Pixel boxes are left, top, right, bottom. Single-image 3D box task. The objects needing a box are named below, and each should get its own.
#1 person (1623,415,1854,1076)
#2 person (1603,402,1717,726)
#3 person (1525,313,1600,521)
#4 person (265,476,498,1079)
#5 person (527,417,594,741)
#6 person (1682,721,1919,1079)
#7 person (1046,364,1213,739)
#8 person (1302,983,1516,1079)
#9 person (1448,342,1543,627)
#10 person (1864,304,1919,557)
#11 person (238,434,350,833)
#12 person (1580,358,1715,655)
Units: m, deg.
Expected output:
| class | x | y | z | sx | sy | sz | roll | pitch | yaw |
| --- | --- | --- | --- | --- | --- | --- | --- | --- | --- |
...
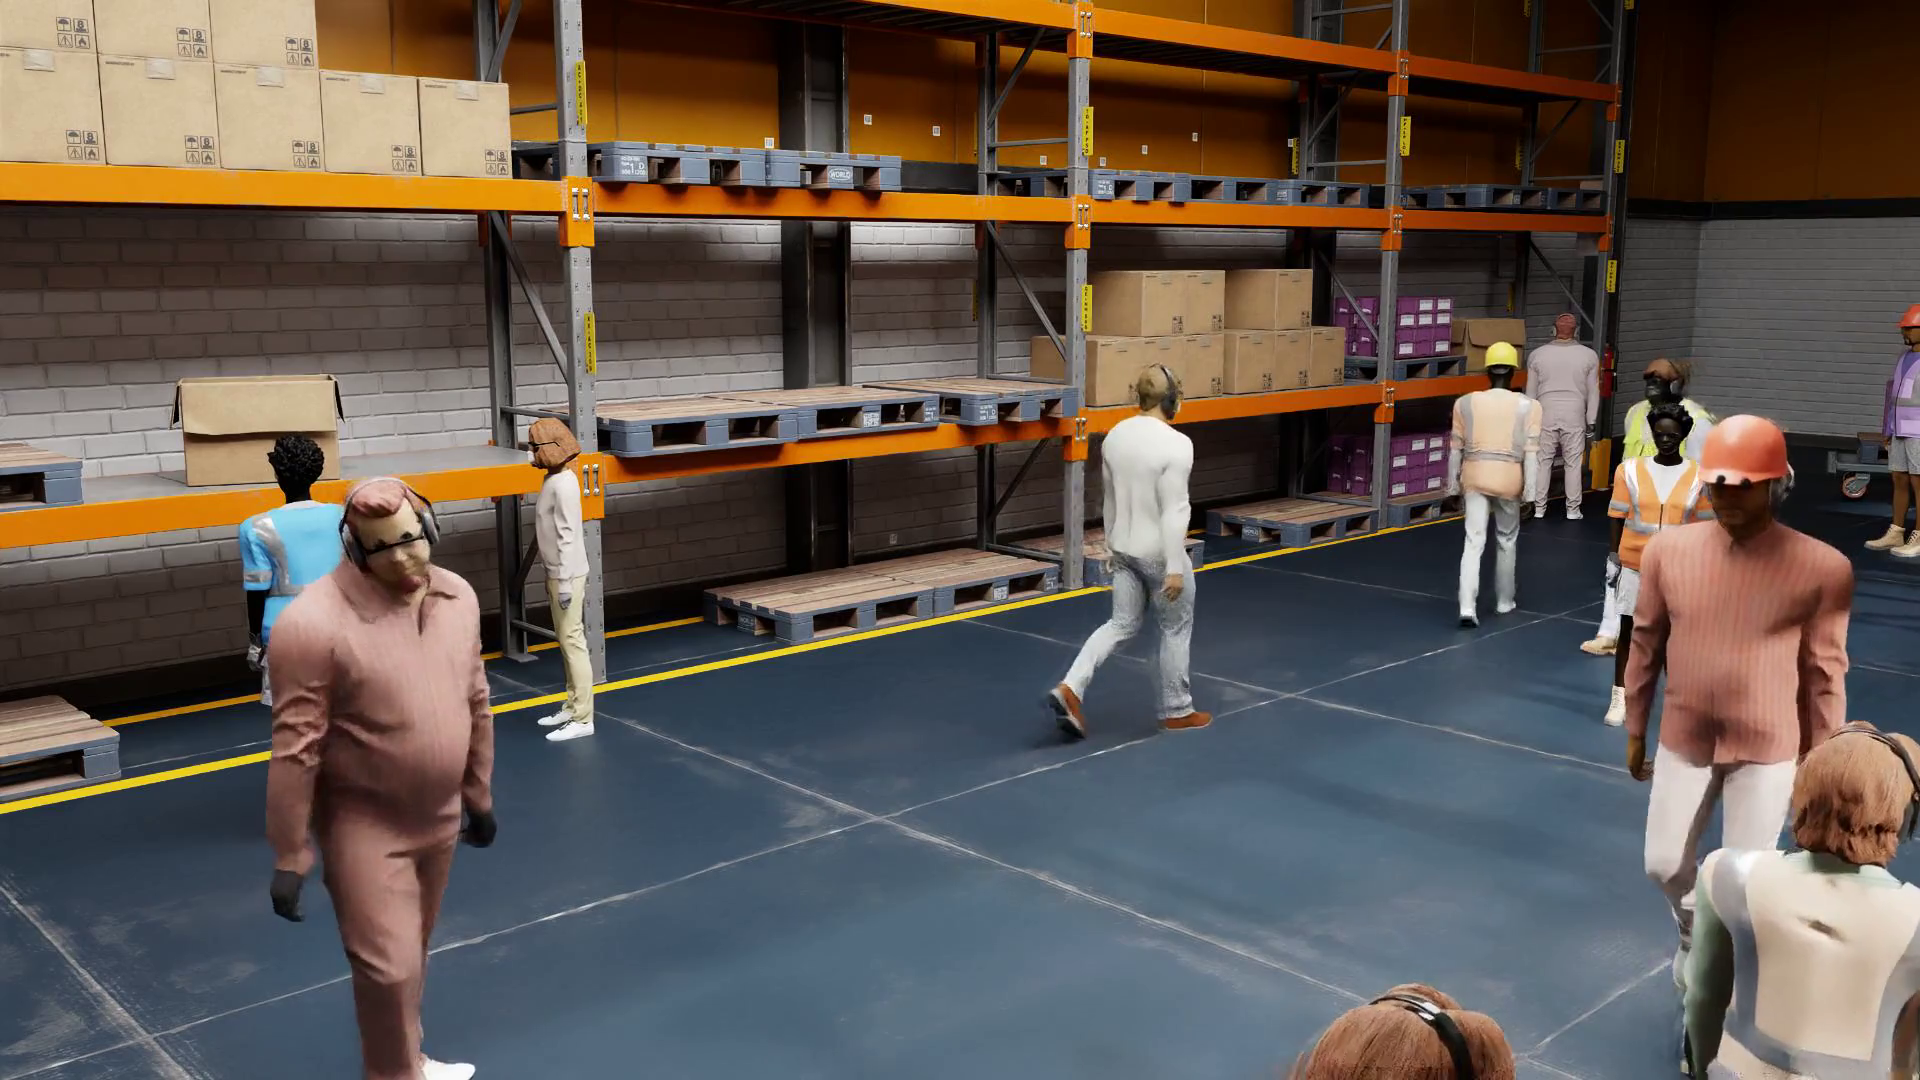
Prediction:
| class | x | y | z | sx | sy | sz | roll | pitch | yaw |
| --- | --- | --- | --- | --- | --- | --- | --- | --- | --- |
| person | 2.348 | 0.591 | 5.065 | 0.637 | 1.976 | 0.620 | 7 | 12 | 37 |
| person | 3.590 | 0.138 | 8.542 | 0.535 | 1.697 | 0.318 | 5 | 11 | 25 |
| person | 5.540 | -1.129 | 15.324 | 0.651 | 1.913 | 0.409 | 4 | 10 | 22 |
| person | -1.490 | 0.754 | 4.435 | 0.637 | 1.864 | 0.722 | 5 | 11 | 25 |
| person | -2.024 | 0.192 | 8.430 | 0.276 | 1.628 | 0.502 | -3 | 10 | -19 |
| person | 1.596 | 1.118 | 3.106 | 0.518 | 1.592 | 0.874 | 8 | 12 | 38 |
| person | 0.873 | 0.075 | 8.330 | 0.876 | 1.913 | 0.633 | -6 | 12 | -33 |
| person | 0.498 | 1.305 | 2.015 | 0.893 | 1.588 | 0.504 | -9 | 13 | -42 |
| person | 3.518 | -0.370 | 11.015 | 0.590 | 1.877 | 0.988 | 5 | 11 | 26 |
| person | 7.719 | -0.885 | 13.507 | 0.378 | 2.045 | 0.605 | -1 | 10 | -4 |
| person | -2.735 | 0.404 | 6.983 | 0.535 | 1.697 | 0.318 | -9 | 13 | -43 |
| person | 4.088 | -0.166 | 9.947 | 0.756 | 1.819 | 0.654 | -5 | 11 | -27 |
